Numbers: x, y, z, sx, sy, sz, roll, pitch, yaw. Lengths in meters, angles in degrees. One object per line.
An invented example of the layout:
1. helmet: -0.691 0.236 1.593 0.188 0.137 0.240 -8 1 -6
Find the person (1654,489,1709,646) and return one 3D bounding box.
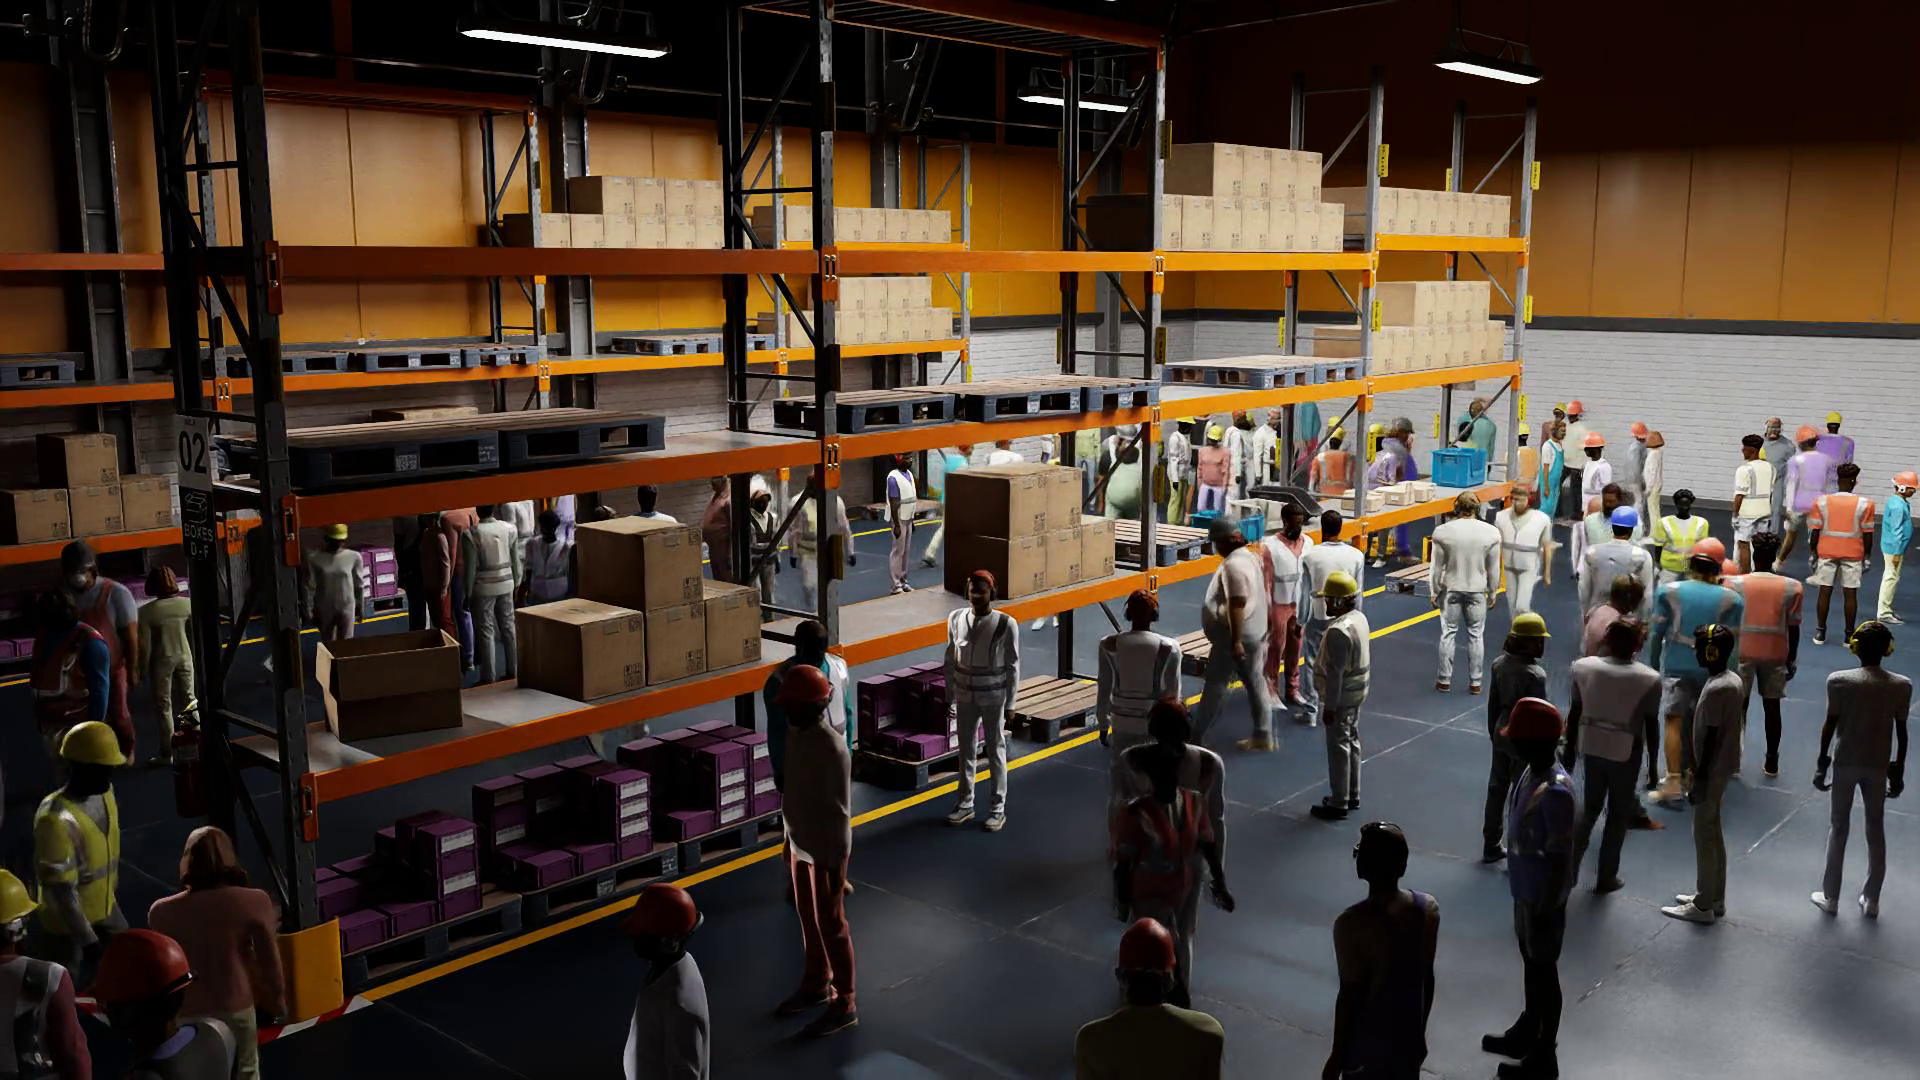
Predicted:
1. person: 7.598 0.296 17.562 0.536 1.694 0.319 2 10 14

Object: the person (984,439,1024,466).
1. person: 0.557 -0.500 21.780 0.725 1.879 0.654 8 12 38

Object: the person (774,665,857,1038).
1. person: -0.780 1.621 8.788 0.409 1.986 0.619 -6 11 -30

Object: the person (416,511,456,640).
1. person: -5.199 0.448 16.435 0.321 1.765 0.533 -7 12 -36

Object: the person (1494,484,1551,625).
1. person: 5.705 0.323 17.006 0.567 1.816 0.602 9 13 43

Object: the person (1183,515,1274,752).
1. person: 2.206 0.744 13.845 0.965 2.000 0.746 5 11 25

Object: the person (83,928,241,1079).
1. person: -2.470 2.192 5.189 0.393 2.041 0.614 1 10 3

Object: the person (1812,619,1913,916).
1. person: 5.612 1.419 10.363 0.506 1.860 0.312 2 10 9

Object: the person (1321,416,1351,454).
1. person: 5.659 -0.999 25.161 0.485 1.737 0.321 -2 10 -10

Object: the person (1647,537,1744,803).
1. person: 5.522 0.994 12.505 0.630 2.008 0.773 3 10 19

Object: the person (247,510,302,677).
1. person: -6.592 0.483 15.963 0.536 1.851 0.456 2 10 14

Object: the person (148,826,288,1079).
1. person: -3.248 2.063 7.217 0.636 1.621 0.440 -6 11 -30

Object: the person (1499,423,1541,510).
1. person: 7.496 -0.610 22.322 0.591 1.913 0.396 -5 11 -28

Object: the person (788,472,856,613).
1. person: -1.499 0.151 18.090 0.735 1.815 0.452 -4 10 -21

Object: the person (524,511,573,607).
1. person: -4.002 0.545 16.145 0.544 1.652 0.833 0 10 2

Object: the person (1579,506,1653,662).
1. person: 5.756 0.666 14.588 0.615 1.945 0.404 8 12 40

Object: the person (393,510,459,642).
1. person: -5.440 0.207 17.049 0.681 2.000 0.535 -4 10 -21

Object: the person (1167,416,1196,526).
1. person: 3.231 -0.941 24.277 0.395 1.918 0.586 5 11 26

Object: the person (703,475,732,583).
1. person: -2.576 0.113 18.012 0.411 1.908 0.643 -6 11 -30

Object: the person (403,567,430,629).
1. person: -5.723 0.258 17.326 0.346 1.847 0.505 -6 11 -31

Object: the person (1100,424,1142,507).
1. person: 2.235 -0.732 22.656 0.683 2.000 0.536 2 10 11

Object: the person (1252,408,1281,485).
1. person: 4.674 -1.031 24.895 0.653 1.894 0.401 -6 11 -32

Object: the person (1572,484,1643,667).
1. person: 6.442 0.379 16.528 0.611 1.864 0.989 8 12 39

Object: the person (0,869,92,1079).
1. person: -3.544 2.127 6.218 0.600 1.827 0.404 -1 10 -7

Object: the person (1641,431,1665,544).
1. person: 10.001 -0.758 24.024 0.280 1.632 0.501 6 11 32

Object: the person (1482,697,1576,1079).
1. person: 2.854 1.728 8.297 0.376 1.932 0.543 1 10 7

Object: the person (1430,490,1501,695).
1. person: 4.747 0.495 15.676 0.632 1.931 0.356 3 10 15

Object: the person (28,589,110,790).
1. person: -6.152 1.242 11.483 0.621 1.837 0.429 4 10 24

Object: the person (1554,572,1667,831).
1. person: 4.559 1.161 11.951 1.025 1.919 0.659 2 10 9

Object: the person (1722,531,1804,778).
1. person: 6.291 0.901 13.128 0.609 1.965 0.368 3 10 16

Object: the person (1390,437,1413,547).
1. person: 6.215 -0.664 23.474 0.320 1.631 0.523 3 10 18

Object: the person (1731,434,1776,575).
1. person: 9.765 -0.331 20.523 0.608 1.959 0.379 -4 10 -24

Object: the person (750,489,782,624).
1. person: -2.161 0.261 17.956 0.514 1.634 0.313 -7 12 -35

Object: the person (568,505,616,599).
1. person: -3.139 0.657 14.676 0.629 1.937 0.379 4 10 23

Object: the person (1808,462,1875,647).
1. person: 9.324 0.154 17.610 0.603 1.958 0.391 7 12 35

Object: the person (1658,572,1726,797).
1. person: 5.608 1.087 12.680 0.298 1.745 0.484 -2 10 -14

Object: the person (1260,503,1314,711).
1. person: 2.964 0.596 15.130 0.599 1.909 0.402 -6 11 -32

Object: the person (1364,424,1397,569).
1. person: 5.515 -0.588 22.129 0.371 1.929 0.584 -7 12 -37

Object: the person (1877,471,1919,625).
1. person: 10.548 0.082 18.698 0.354 1.740 0.575 5 11 27

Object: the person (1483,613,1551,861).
1. person: 3.755 1.343 11.159 0.317 1.741 0.492 -4 10 -24

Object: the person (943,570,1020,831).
1. person: 0.140 1.142 11.935 0.584 1.884 0.349 5 11 27

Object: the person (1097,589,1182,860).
1. person: 1.211 1.259 11.258 0.576 1.880 0.351 3 10 16
